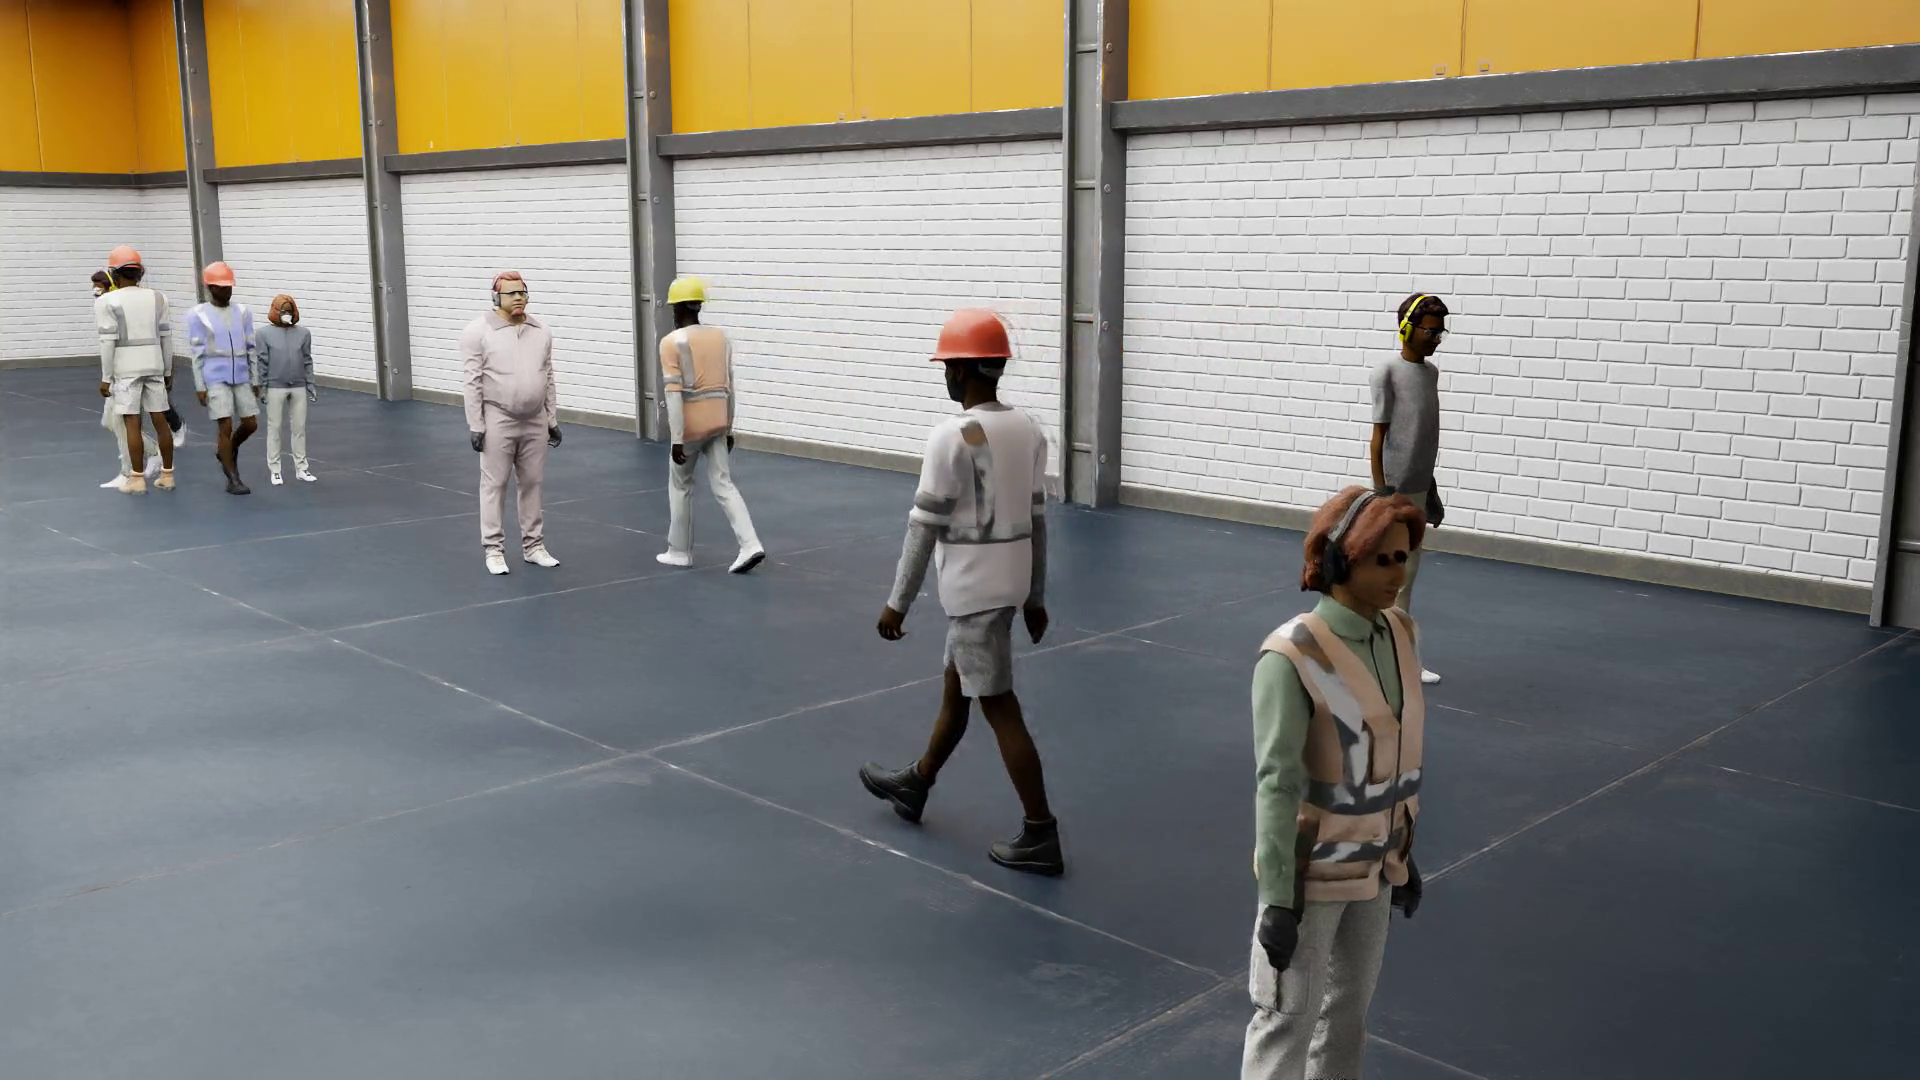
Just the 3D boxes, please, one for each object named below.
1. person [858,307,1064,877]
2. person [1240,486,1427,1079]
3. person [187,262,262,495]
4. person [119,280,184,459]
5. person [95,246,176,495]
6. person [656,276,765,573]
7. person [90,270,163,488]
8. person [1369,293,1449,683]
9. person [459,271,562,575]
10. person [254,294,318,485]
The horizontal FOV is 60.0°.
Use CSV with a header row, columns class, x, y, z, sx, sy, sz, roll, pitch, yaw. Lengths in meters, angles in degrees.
class,x,y,z,sx,sy,sz,roll,pitch,yaw
person,0.002,0.158,5.704,0.985,1.883,0.549,7,12,33
person,0.774,0.703,3.434,0.526,1.633,0.317,-10,14,-44
person,-6.108,-1.343,13.795,0.622,1.918,0.553,9,14,39
person,-7.924,-1.758,16.150,0.601,1.895,0.818,1,10,4
person,-6.810,-1.395,13.739,0.381,2.045,0.605,7,13,35
person,-1.590,-0.722,10.547,0.897,1.887,0.601,9,14,40
person,-7.098,-1.364,14.145,0.480,1.849,0.521,-8,13,-36
person,2.105,-0.218,7.820,0.521,1.865,0.327,-10,14,-43
person,-2.825,-0.746,10.576,0.639,1.911,0.406,-10,14,-43
person,-5.799,-1.298,14.332,0.499,1.633,0.281,-10,14,-43
